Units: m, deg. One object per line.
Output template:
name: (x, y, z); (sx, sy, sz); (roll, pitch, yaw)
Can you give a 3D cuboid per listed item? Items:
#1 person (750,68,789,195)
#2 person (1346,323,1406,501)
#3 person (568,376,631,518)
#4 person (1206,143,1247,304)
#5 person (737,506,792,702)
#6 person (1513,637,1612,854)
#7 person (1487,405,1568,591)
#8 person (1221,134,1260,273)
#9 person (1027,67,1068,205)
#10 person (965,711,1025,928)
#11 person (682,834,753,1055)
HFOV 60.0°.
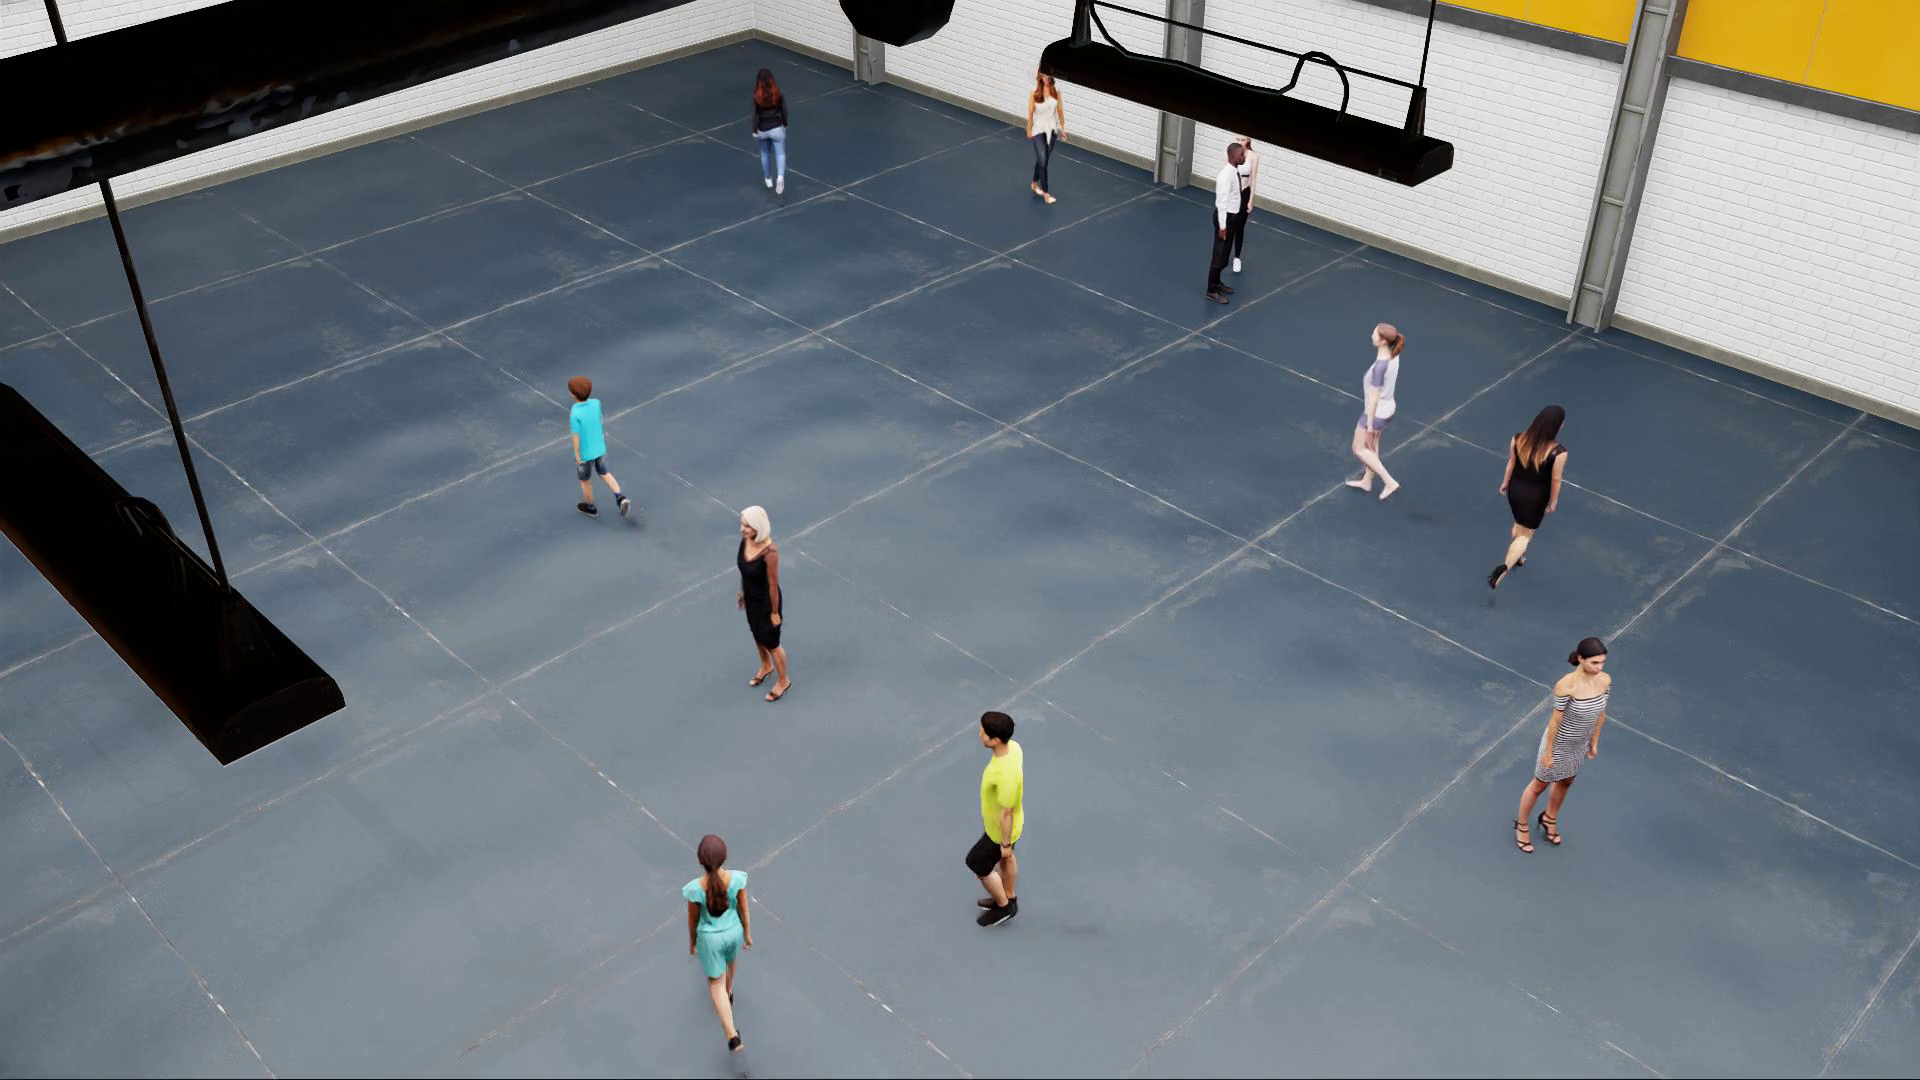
person: (-2.441, -5.265, 21.533); (0.957, 1.609, 1.070); (-5, 34, -8)
person: (3.894, -1.143, 15.202); (0.810, 1.753, 0.621); (24, 40, 31)
person: (-3.280, -0.817, 14.996); (0.825, 1.439, 0.576); (23, 40, 31)
person: (3.013, -3.621, 18.856); (0.679, 1.835, 0.711); (12, 35, 17)
person: (-1.511, 0.463, 12.795); (0.679, 1.741, 0.510); (-20, 39, -27)
person: (4.113, 1.391, 11.331); (0.662, 1.816, 0.660); (-12, 35, -17)
person: (4.762, -0.321, 14.024); (0.695, 1.687, 0.950); (-28, 43, -36)
person: (3.242, -4.009, 19.525); (0.611, 1.740, 0.727); (9, 35, 14)
person: (1.050, -5.266, 21.406); (0.800, 1.751, 1.069); (-15, 36, -21)
person: (0.347, 1.812, 10.805); (0.827, 1.699, 0.770); (0, 34, 1)
person: (-1.435, 2.426, 10.028); (0.822, 1.537, 1.079); (-12, 35, -17)
